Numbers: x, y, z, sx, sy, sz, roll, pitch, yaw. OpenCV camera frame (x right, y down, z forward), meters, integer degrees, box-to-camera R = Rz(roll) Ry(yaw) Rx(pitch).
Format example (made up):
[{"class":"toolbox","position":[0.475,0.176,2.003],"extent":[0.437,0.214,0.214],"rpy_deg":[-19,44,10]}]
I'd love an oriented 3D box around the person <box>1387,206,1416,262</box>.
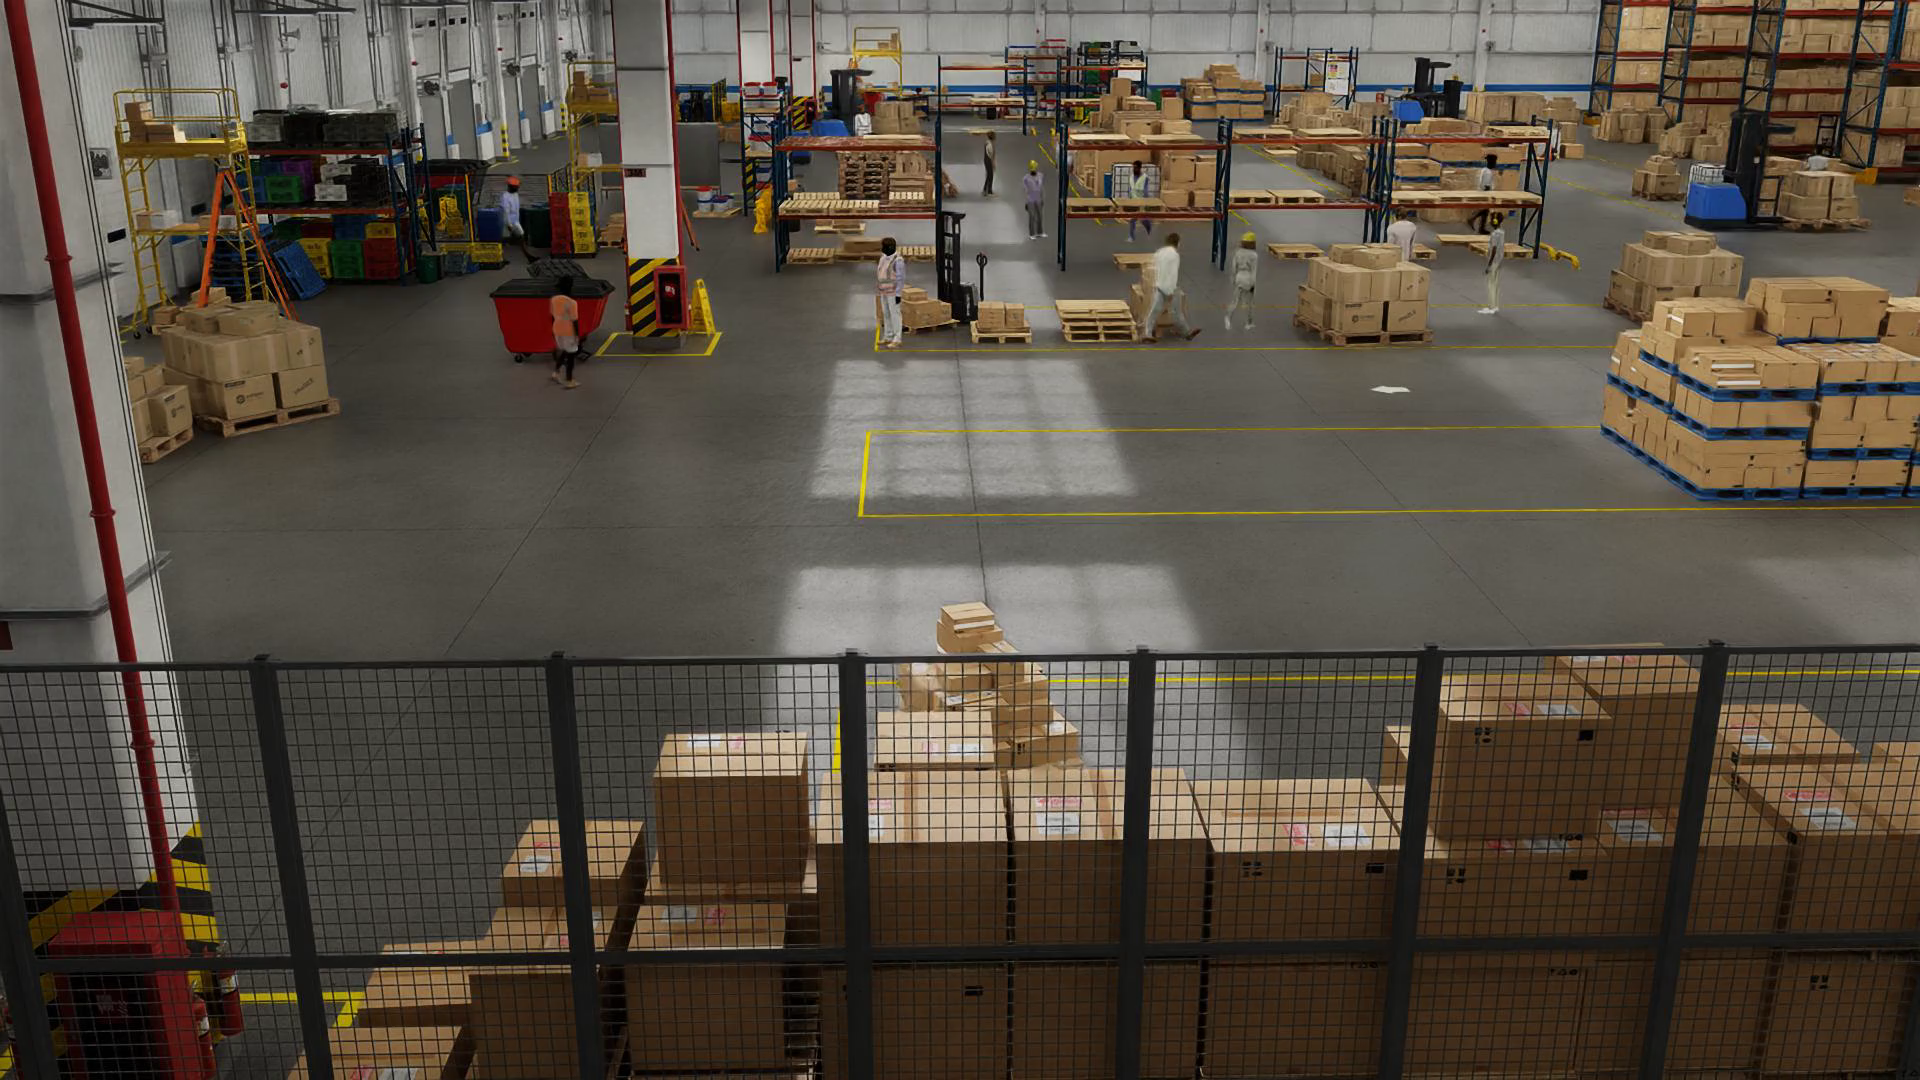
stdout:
[{"class":"person","position":[8.098,-5.195,30.730],"extent":[0.632,1.937,0.364],"rpy_deg":[-9,21,-25]}]

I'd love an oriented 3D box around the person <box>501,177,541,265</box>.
[{"class":"person","position":[-9.558,-6.825,35.670],"extent":[1.041,1.861,0.572],"rpy_deg":[8,20,24]}]

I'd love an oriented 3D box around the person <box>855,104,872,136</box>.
[{"class":"person","position":[-3.319,-13.862,56.562],"extent":[0.584,1.868,0.721],"rpy_deg":[-12,22,-32]}]

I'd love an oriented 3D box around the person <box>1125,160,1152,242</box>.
[{"class":"person","position":[4.203,-7.929,38.913],"extent":[0.697,1.896,0.604],"rpy_deg":[-17,25,-41]}]

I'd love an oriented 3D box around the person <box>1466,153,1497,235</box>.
[{"class":"person","position":[12.563,-8.298,39.916],"extent":[0.512,1.950,0.640],"rpy_deg":[3,19,10]}]

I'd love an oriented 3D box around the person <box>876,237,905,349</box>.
[{"class":"person","position":[-1.170,-4.118,27.687],"extent":[0.429,1.842,0.636],"rpy_deg":[-12,22,-31]}]

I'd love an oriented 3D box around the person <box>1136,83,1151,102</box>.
[{"class":"person","position":[7.628,-18.171,69.308],"extent":[0.637,1.903,1.009],"rpy_deg":[-4,19,-13]}]

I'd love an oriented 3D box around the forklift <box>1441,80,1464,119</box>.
[{"class":"forklift","position":[15.644,-13.239,53.146],"extent":[1.873,2.768,1.129],"rpy_deg":[-1,19,-1]}]

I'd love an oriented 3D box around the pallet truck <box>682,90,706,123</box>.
[{"class":"pallet truck","position":[-9.671,-15.907,62.421],"extent":[0.823,1.965,1.885],"rpy_deg":[5,19,15]}]

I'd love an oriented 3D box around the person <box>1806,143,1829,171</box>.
[{"class":"person","position":[22.198,-9.345,43.190],"extent":[0.508,1.855,0.455],"rpy_deg":[8,20,23]}]

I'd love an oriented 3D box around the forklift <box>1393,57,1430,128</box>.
[{"class":"forklift","position":[19.009,-18.498,68.747],"extent":[1.873,2.768,1.129],"rpy_deg":[-1,19,-1]}]

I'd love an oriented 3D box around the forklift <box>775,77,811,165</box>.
[{"class":"forklift","position":[-5.920,-13.893,55.085],"extent":[1.873,2.768,1.129],"rpy_deg":[-1,19,-1]}]

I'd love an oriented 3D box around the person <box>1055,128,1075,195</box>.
[{"class":"person","position":[2.977,-10.770,47.286],"extent":[0.563,1.927,0.423],"rpy_deg":[-4,19,-12]}]

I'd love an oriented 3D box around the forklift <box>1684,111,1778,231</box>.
[{"class":"forklift","position":[19.028,-9.048,40.714],"extent":[1.873,2.768,1.129],"rpy_deg":[-1,19,-2]}]

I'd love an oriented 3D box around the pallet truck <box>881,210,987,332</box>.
[{"class":"pallet truck","position":[-0.493,-4.759,29.349],"extent":[1.885,1.965,0.823],"rpy_deg":[-13,23,-34]}]

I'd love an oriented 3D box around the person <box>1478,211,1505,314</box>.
[{"class":"person","position":[9.789,-5.084,30.519],"extent":[0.310,1.864,0.534],"rpy_deg":[13,23,34]}]

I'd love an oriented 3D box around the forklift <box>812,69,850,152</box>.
[{"class":"forklift","position":[-4.282,-15.366,59.455],"extent":[1.873,2.768,1.129],"rpy_deg":[-10,21,-28]}]

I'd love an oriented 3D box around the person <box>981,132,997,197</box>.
[{"class":"person","position":[0.850,-10.610,47.006],"extent":[0.377,1.823,0.602],"rpy_deg":[-4,19,-11]}]

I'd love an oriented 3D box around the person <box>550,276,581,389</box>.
[{"class":"person","position":[-5.899,-3.095,24.878],"extent":[0.570,1.686,0.355],"rpy_deg":[12,22,32]}]

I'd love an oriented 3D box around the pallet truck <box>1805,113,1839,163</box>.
[{"class":"pallet truck","position":[26.403,-11.957,50.702],"extent":[0.823,1.965,1.885],"rpy_deg":[6,19,16]}]

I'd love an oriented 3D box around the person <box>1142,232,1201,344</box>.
[{"class":"person","position":[3.557,-4.238,27.974],"extent":[1.066,1.874,0.644],"rpy_deg":[-8,20,-24]}]

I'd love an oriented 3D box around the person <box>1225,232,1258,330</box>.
[{"class":"person","position":[4.940,-4.518,29.065],"extent":[0.493,1.726,0.718],"rpy_deg":[14,23,36]}]

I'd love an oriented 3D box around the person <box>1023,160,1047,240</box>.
[{"class":"person","position":[1.757,-7.989,39.112],"extent":[0.640,1.875,0.493],"rpy_deg":[-11,22,-30]}]
